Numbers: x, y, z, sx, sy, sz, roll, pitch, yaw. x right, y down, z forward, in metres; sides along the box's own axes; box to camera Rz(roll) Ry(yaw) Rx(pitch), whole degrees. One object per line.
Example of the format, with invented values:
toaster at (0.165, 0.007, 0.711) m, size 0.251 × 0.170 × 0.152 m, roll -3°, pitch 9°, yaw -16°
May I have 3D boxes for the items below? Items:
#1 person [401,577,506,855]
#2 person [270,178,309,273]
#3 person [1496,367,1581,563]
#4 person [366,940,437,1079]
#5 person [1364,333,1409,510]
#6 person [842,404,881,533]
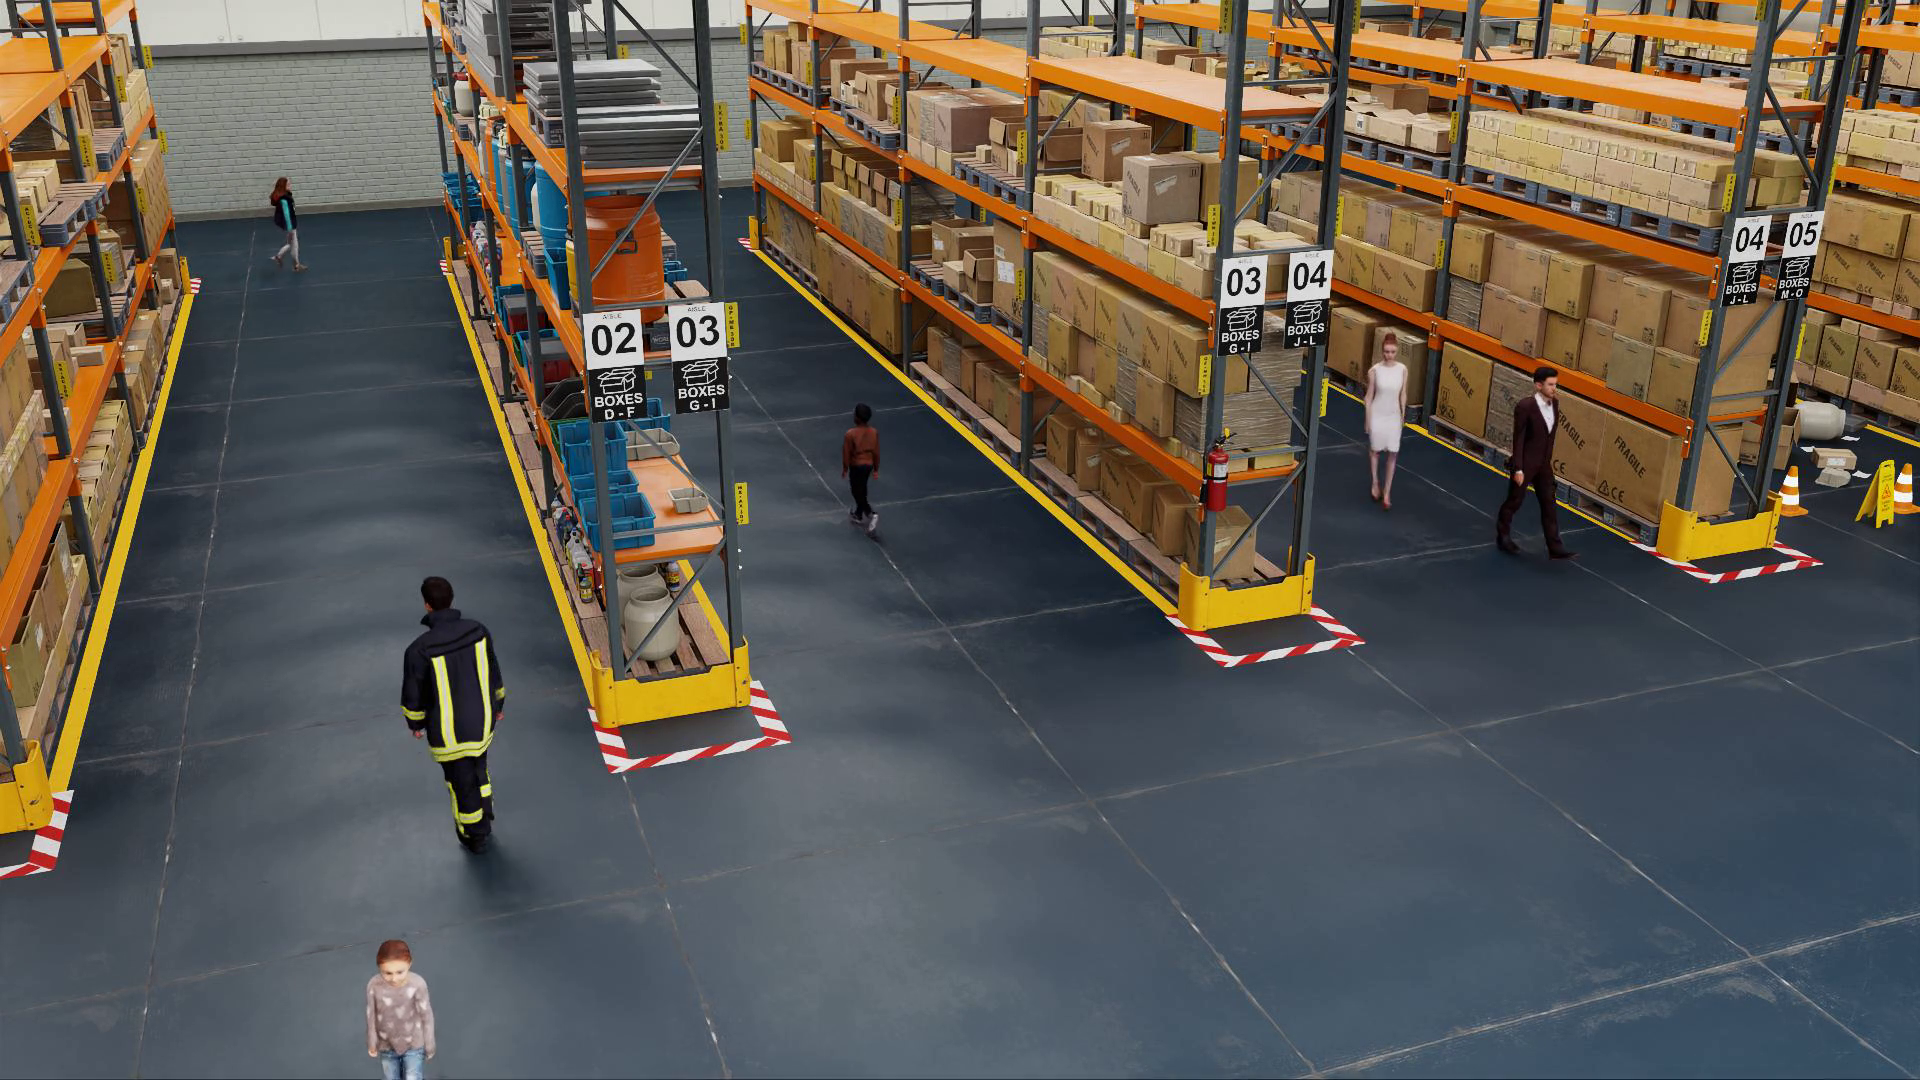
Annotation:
person at (-3.182, 1.158, 10.688) m, size 0.914 × 1.914 × 0.874 m, roll -20°, pitch 29°, yaw -39°
person at (-10.656, -4.961, 26.210) m, size 0.644 × 1.489 × 0.687 m, roll -9°, pitch 24°, yaw -21°
person at (5.230, -0.722, 15.399) m, size 0.770 × 1.827 × 1.139 m, roll -10°, pitch 24°, yaw -23°
person at (-2.802, 2.488, 8.402) m, size 0.592 × 1.183 × 0.673 m, roll 0°, pitch 22°, yaw 0°
person at (4.239, -1.229, 16.705) m, size 0.755 × 1.778 × 0.872 m, roll 1°, pitch 22°, yaw 3°
person at (-0.937, -0.691, 16.100) m, size 0.631 × 1.240 × 0.891 m, roll -13°, pitch 26°, yaw -28°
